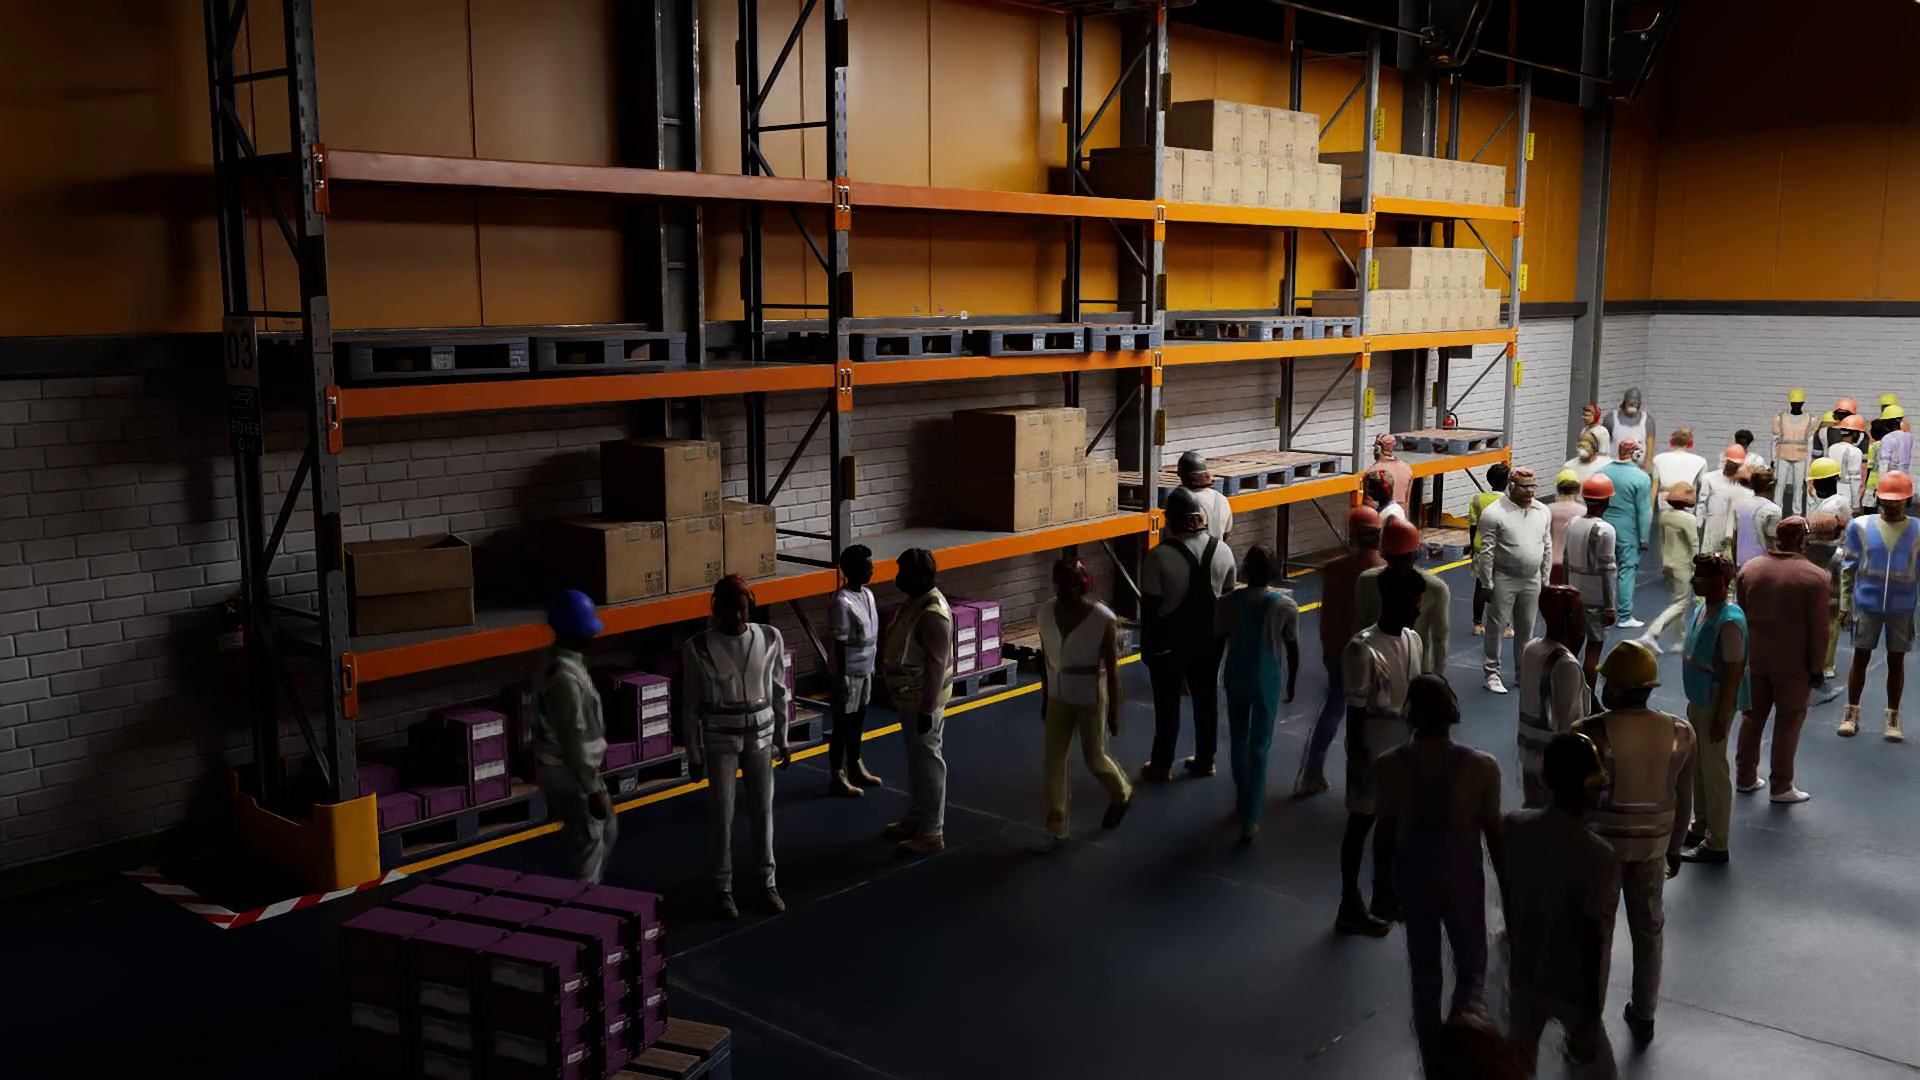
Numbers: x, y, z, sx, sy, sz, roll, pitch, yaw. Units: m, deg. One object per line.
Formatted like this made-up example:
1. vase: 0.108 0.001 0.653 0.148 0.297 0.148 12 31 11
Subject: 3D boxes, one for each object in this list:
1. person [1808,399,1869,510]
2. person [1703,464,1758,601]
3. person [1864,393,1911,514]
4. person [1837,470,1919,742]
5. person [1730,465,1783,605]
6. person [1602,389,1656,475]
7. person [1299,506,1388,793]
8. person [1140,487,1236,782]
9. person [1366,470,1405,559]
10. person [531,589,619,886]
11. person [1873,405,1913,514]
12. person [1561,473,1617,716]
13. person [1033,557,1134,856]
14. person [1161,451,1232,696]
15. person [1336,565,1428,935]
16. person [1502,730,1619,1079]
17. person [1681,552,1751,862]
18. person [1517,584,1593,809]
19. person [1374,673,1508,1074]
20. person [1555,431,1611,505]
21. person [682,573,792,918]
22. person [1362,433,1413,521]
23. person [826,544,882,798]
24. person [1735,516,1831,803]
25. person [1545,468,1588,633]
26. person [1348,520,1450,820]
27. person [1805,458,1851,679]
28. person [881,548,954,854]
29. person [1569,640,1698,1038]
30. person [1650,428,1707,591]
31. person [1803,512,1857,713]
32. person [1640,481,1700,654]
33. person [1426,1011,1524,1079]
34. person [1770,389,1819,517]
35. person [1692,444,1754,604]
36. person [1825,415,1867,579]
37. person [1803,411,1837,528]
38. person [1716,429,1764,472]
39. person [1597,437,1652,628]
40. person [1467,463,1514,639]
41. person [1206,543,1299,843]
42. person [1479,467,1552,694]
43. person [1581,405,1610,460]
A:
1. person: 10.603 -0.690 20.085 0.615 2.029 0.409 6 10 32
2. person: 7.976 0.008 16.993 0.853 1.581 0.515 -1 9 -3
3. person: 12.662 -1.045 22.714 0.652 1.908 0.621 -9 12 -44
4. person: 6.900 0.491 12.410 0.615 2.038 0.395 5 10 30
5. person: 6.945 0.267 14.484 0.339 1.846 0.514 -3 9 -20
6. person: 9.155 -1.118 22.786 0.695 2.000 1.031 2 9 15
7. person: 2.692 0.736 11.207 0.639 1.937 0.982 7 11 37
8. person: 1.527 0.635 11.481 0.681 2.000 0.535 -3 9 -21
9. person: 3.630 0.312 14.221 0.389 1.838 0.563 0 9 3
10. person: -1.914 1.170 8.436 0.491 1.912 0.676 -2 9 -14
11. person: 11.499 -0.709 20.571 0.591 1.913 0.394 -6 11 -35
12. person: 4.959 0.442 13.047 0.349 1.940 0.551 -3 9 -17
13. person: 0.763 0.964 10.130 0.585 1.808 0.831 6 11 36
14. person: 1.913 0.263 13.879 0.685 2.000 0.535 -8 12 -42
15. person: 2.245 1.098 8.803 0.606 1.948 0.383 -7 12 -40
16. person: 2.214 1.587 5.988 0.784 1.835 0.546 -5 10 -29
17. person: 4.459 0.985 9.852 0.374 1.843 0.573 1 9 9
18. person: 3.068 1.161 8.594 0.355 1.885 0.575 -1 9 -5
19. person: 2.001 1.463 6.879 0.601 1.810 0.416 4 10 25
20. person: 6.500 -0.189 17.309 1.041 1.876 0.647 -7 11 -37
21. person: -1.205 1.104 8.991 0.588 1.877 0.359 -4 10 -25
22. person: 4.269 -0.131 16.849 0.638 1.911 0.406 -6 11 -34
23. person: -0.713 0.863 11.145 0.319 1.695 0.535 4 9 22
24. person: 5.454 0.783 11.035 0.394 1.892 0.634 -5 10 -28
25. person: 5.468 0.226 15.087 0.559 1.738 0.537 6 11 34
26. person: 2.725 0.845 10.428 0.622 1.955 0.826 4 10 23
27. person: 7.481 0.243 14.409 0.389 1.916 0.585 6 11 33
28. person: -0.259 0.957 10.047 0.429 1.842 0.627 -2 9 -13
29. person: 2.983 1.353 7.508 0.596 1.837 0.404 0 9 -3
30. person: 8.063 -0.353 18.665 0.591 1.787 0.998 4 10 26
31. person: 6.917 0.575 13.260 0.837 1.592 0.536 -4 10 -25
32. person: 6.572 0.263 15.273 0.647 1.618 0.527 -1 9 -7
33. person: 1.370 1.964 4.454 0.505 1.557 0.929 4 10 26
34. person: 11.777 -1.173 23.507 0.589 1.927 0.387 4 10 27
35. person: 8.076 -0.151 17.558 0.572 1.751 0.394 4 10 22
36. person: 10.072 -0.460 18.932 0.388 1.926 0.548 -1 9 -6
37. person: 11.407 -0.832 21.947 0.492 1.729 0.324 3 9 18
38. person: 9.453 -0.525 20.140 0.555 1.671 0.573 8 12 40
39. person: 6.600 -0.075 16.543 0.396 1.899 0.667 -5 10 -28
40. person: 5.147 0.106 16.001 0.530 1.695 0.321 7 11 37
41. person: 1.857 0.912 10.451 0.521 1.796 0.949 3 9 21
42. person: 4.639 0.338 13.868 0.644 1.898 0.399 -2 9 -13
43. person: 8.274 -0.852 21.734 0.387 1.838 0.562 -1 9 -7
